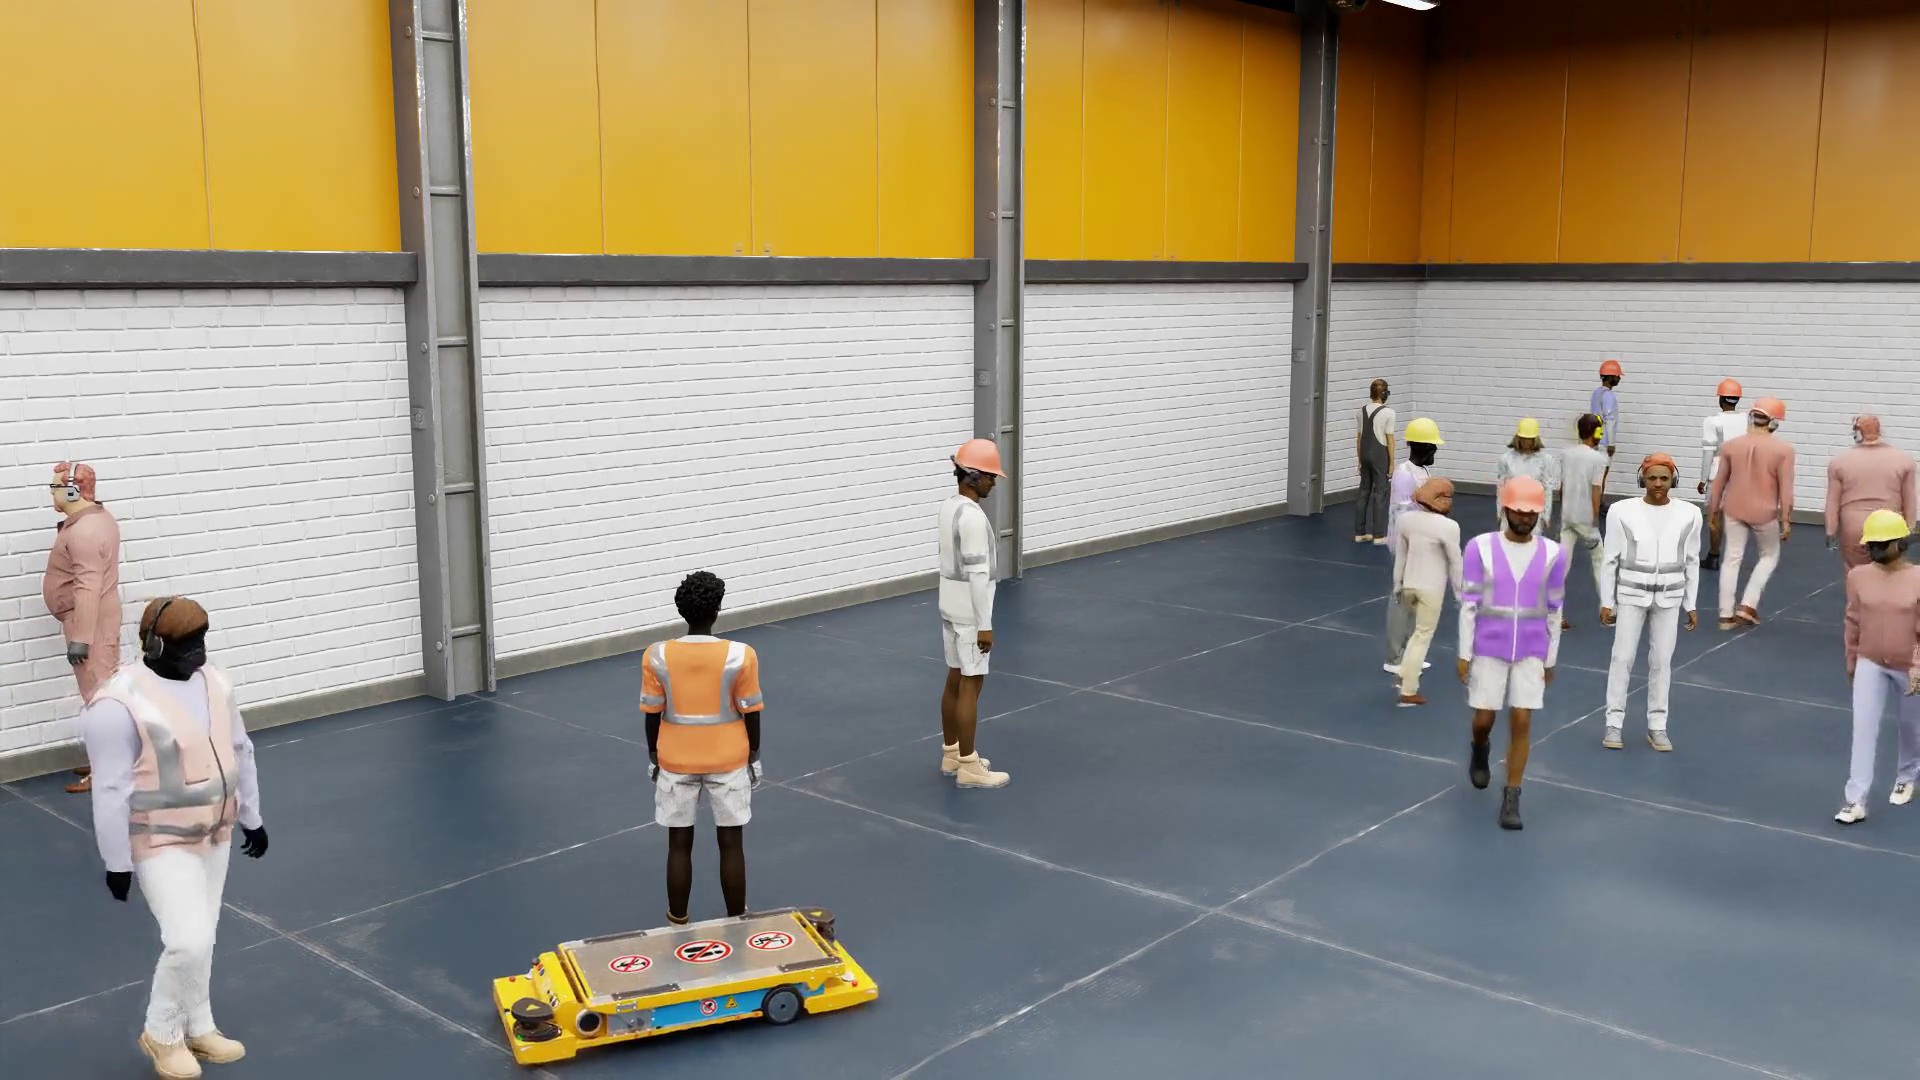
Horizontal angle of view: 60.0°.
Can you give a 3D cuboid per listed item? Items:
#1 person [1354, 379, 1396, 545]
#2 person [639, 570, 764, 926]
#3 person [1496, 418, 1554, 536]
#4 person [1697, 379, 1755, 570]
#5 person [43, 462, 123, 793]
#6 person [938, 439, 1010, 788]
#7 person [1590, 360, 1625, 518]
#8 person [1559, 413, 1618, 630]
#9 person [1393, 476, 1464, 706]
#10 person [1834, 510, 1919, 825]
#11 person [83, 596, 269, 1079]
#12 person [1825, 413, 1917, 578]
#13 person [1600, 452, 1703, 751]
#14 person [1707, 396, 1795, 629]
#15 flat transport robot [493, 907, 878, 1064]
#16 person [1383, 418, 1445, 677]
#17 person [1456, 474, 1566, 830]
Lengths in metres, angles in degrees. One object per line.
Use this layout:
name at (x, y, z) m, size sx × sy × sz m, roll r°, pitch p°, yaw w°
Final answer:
person at (4.602, -0.861, 18.423) m, size 0.341 × 1.839 × 0.501 m, roll -6°, pitch 11°, yaw -35°
person at (-1.124, 0.975, 7.311) m, size 0.541 × 1.696 × 0.315 m, roll 0°, pitch 9°, yaw 1°
person at (5.012, -0.228, 14.800) m, size 0.484 × 1.720 × 0.352 m, roll 4°, pitch 10°, yaw 24°
person at (7.723, -0.657, 16.801) m, size 0.543 × 1.939 × 0.370 m, roll -1°, pitch 9°, yaw -4°
person at (-5.074, 0.498, 9.650) m, size 0.406 × 1.909 × 0.639 m, roll -3°, pitch 10°, yaw -18°
person at (0.075, 0.424, 9.721) m, size 0.390 × 2.034 × 0.605 m, roll -3°, pitch 9°, yaw -17°
person at (7.936, -1.239, 20.458) m, size 0.369 × 1.939 × 0.542 m, roll 0°, pitch 9°, yaw 3°
person at (5.299, -0.148, 13.969) m, size 0.921 × 1.821 × 0.546 m, roll -5°, pitch 10°, yaw -27°
person at (3.218, 0.357, 11.481) m, size 0.437 × 1.609 × 0.509 m, roll -5°, pitch 10°, yaw -29°
person at (5.111, 0.679, 9.147) m, size 0.931 × 1.707 × 0.519 m, roll -9°, pitch 13°, yaw -44°
person at (-2.869, 1.097, 6.135) m, size 0.439 × 1.821 × 0.646 m, roll 2°, pitch 9°, yaw 13°
person at (7.364, -0.090, 13.472) m, size 0.661 × 1.871 × 0.717 m, roll 5°, pitch 10°, yaw 27°
person at (4.316, 0.386, 10.421) m, size 0.585 × 1.882 × 0.337 m, roll 2°, pitch 9°, yaw 11°
person at (6.641, -0.223, 13.973) m, size 0.532 × 1.964 × 0.734 m, roll -8°, pitch 12°, yaw -42°
flat transport robot at (-1.117, 1.775, 6.749) m, size 1.431 × 0.197 × 0.652 m, roll -4°, pitch 10°, yaw -23°
person at (3.391, 0.048, 12.415) m, size 0.384 × 1.925 × 0.593 m, roll 5°, pitch 10°, yaw 28°
person at (2.998, 0.579, 9.104) m, size 0.565 × 1.925 × 0.652 m, roll 1°, pitch 9°, yaw 9°
